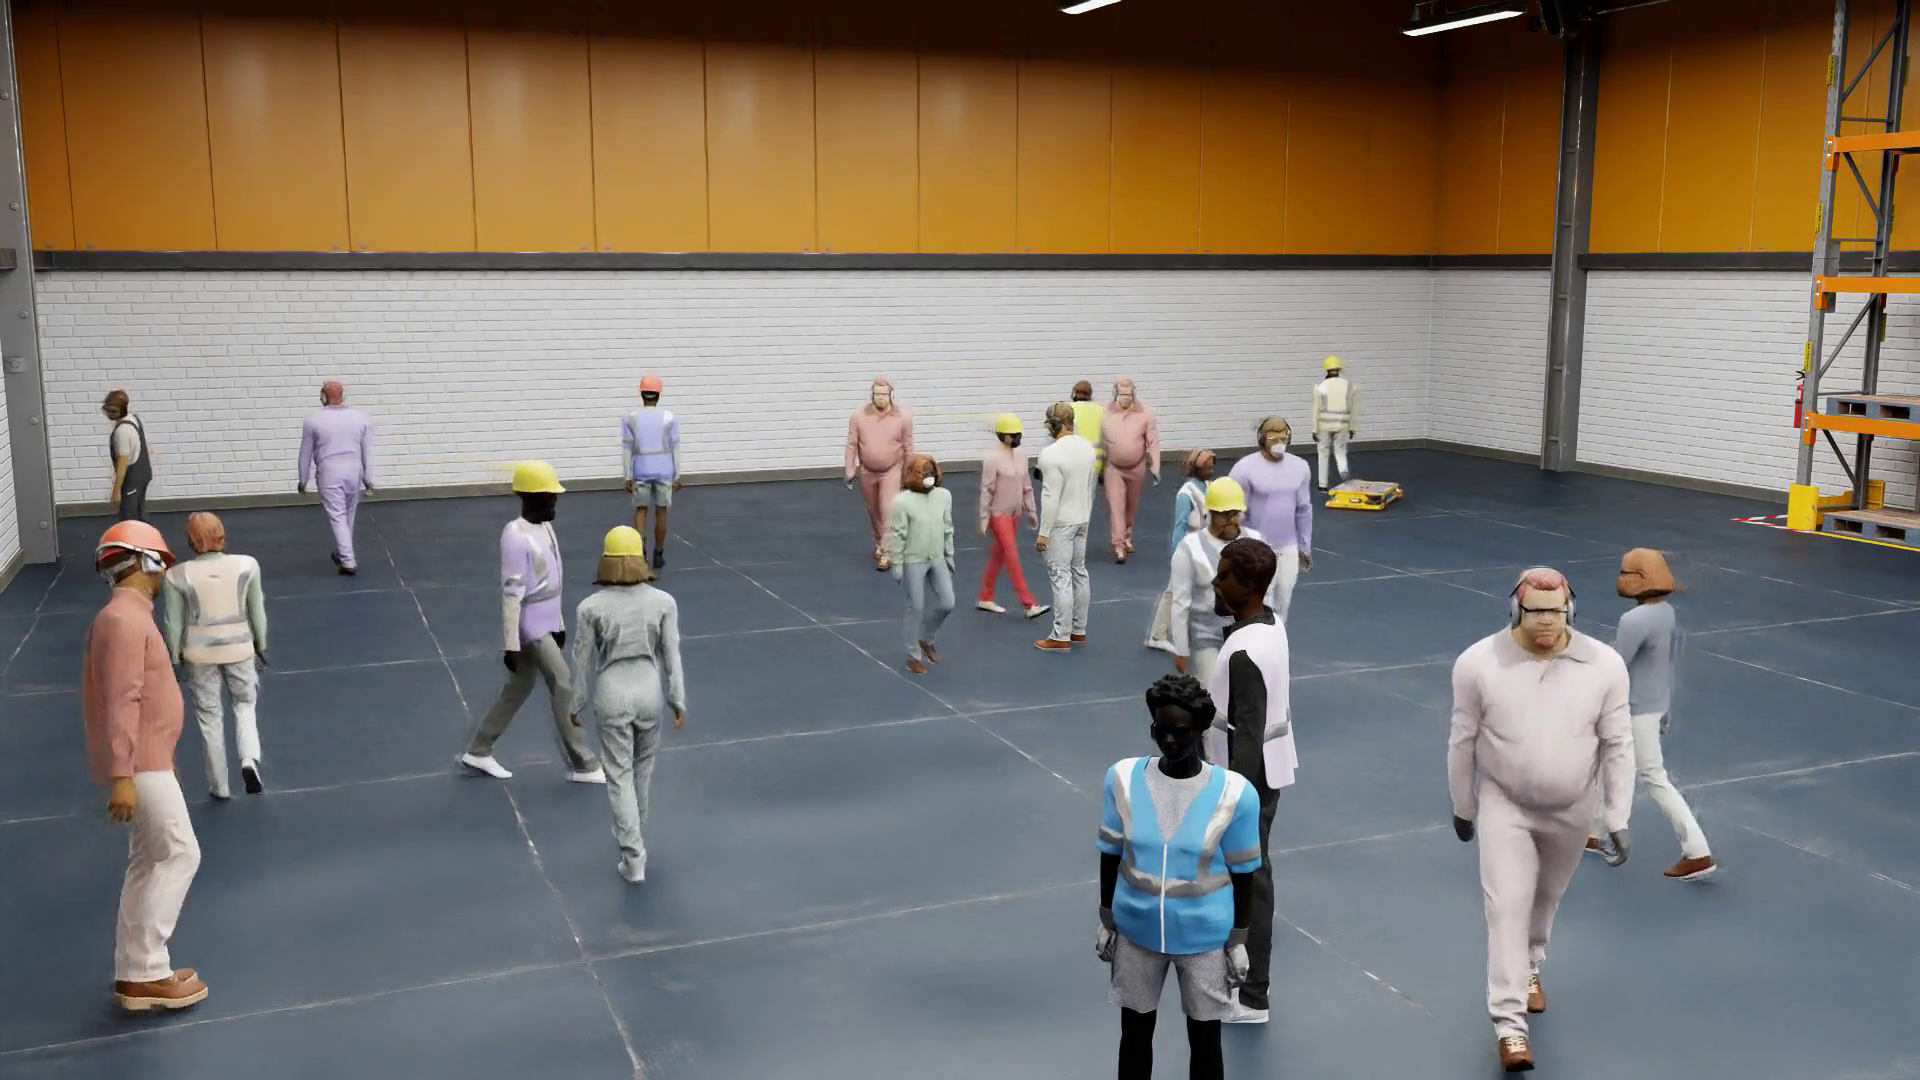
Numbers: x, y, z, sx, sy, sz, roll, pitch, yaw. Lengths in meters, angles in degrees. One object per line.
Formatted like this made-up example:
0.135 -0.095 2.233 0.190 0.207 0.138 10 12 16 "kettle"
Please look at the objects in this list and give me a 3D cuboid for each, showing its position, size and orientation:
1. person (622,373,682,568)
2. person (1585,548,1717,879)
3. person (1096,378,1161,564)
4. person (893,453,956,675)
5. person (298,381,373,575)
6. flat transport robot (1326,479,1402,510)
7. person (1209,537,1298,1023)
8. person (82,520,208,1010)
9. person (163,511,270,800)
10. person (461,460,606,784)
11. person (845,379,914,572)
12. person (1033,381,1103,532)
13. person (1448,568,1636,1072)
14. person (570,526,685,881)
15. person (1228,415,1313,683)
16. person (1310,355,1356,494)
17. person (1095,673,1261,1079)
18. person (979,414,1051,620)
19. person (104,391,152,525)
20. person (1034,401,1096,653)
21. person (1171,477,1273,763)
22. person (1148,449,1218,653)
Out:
-3.003 -0.663 16.225 0.551 1.918 0.477 -1 9 -5 "person"
3.351 0.835 8.133 0.838 1.596 0.509 8 12 39 "person"
1.678 -0.721 16.845 0.652 1.849 1.038 0 9 0 "person"
-0.254 0.176 12.048 0.528 1.618 0.367 -6 11 -33 "person"
-6.047 -0.606 16.107 0.661 1.852 1.015 -8 12 -41 "person"
5.028 -0.570 20.644 0.652 0.197 1.431 4 10 25 "flat transport robot"
1.124 0.937 6.527 0.392 1.922 0.593 2 10 14 "person"
-3.296 0.902 6.710 0.420 1.932 0.703 -6 11 -31 "person"
-4.066 0.650 9.135 0.533 1.623 0.415 -6 11 -33 "person"
-2.443 0.471 9.482 0.964 1.886 0.598 0 9 0 "person"
-0.792 -0.669 16.484 0.646 1.860 1.022 1 9 9 "person"
1.149 -0.719 16.961 0.772 1.782 0.829 -3 10 -20 "person"
2.191 1.017 6.290 0.640 1.839 1.041 1 9 8 "person"
-1.659 0.772 8.161 0.516 1.700 0.716 -5 10 -26 "person"
2.189 0.055 11.878 0.632 1.921 0.514 -4 10 -24 "person"
4.815 -1.475 21.456 0.608 1.816 0.597 -1 9 -4 "person"
0.680 1.251 5.296 0.529 1.697 0.321 3 10 20 "person"
0.464 -0.194 13.954 0.877 1.717 0.547 8 12 39 "person"
-7.817 -0.514 15.705 0.345 1.805 0.644 -2 10 -11 "person"
0.794 -0.101 12.782 0.373 1.935 0.628 7 11 35 "person"
1.444 0.529 9.324 0.605 1.812 0.639 -4 10 -23 "person"
1.816 0.105 12.549 0.870 1.583 0.505 4 10 23 "person"
